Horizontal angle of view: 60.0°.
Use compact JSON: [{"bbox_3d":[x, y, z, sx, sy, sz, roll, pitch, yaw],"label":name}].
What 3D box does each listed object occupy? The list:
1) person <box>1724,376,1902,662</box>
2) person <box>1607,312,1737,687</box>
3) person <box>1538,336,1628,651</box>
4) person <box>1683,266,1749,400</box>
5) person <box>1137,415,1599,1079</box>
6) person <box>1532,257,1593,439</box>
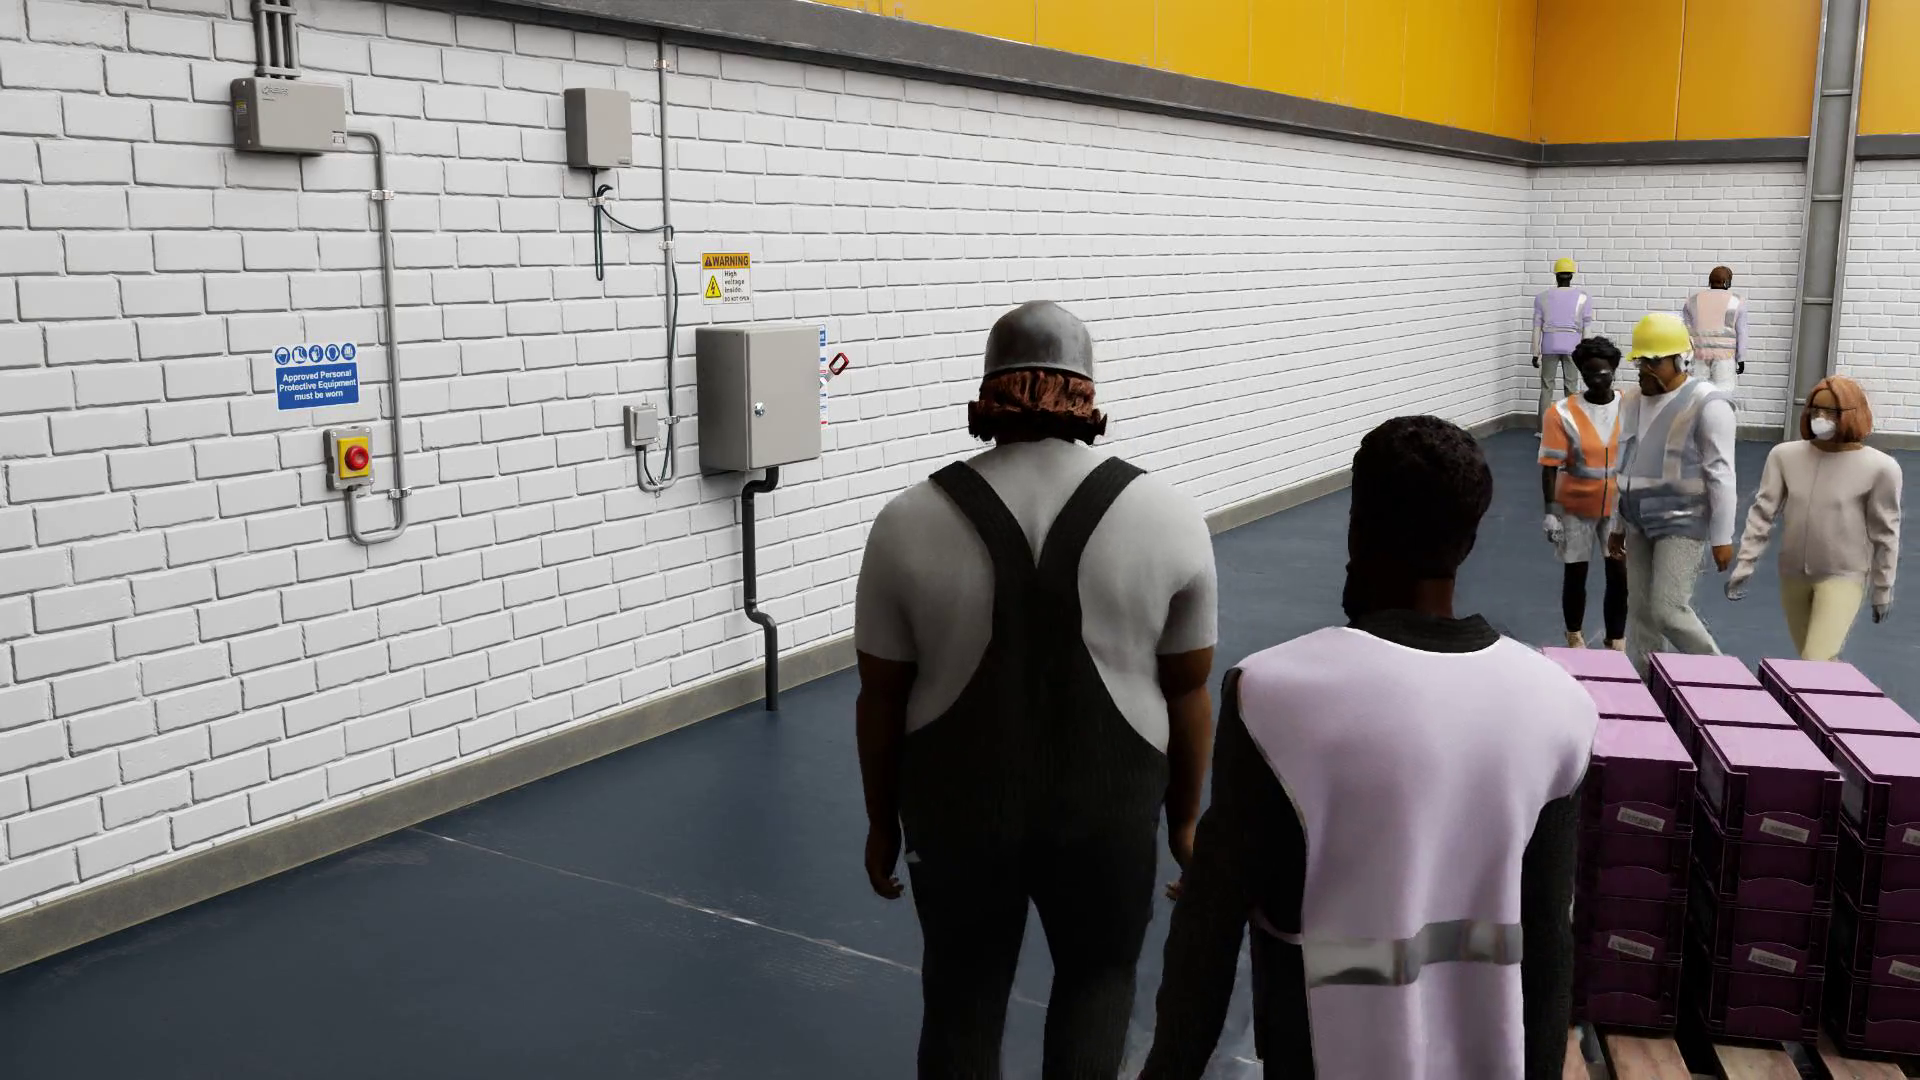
[{"bbox_3d":[3.290,0.165,6.411,0.875,1.588,0.514,-7,12,-33],"label":"person"},{"bbox_3d":[3.036,-0.070,7.142,0.512,1.804,0.605,-3,11,-18],"label":"person"},{"bbox_3d":[3.021,-0.151,7.954,0.558,1.648,0.611,1,10,6],"label":"person"},{"bbox_3d":[7.653,-1.852,16.882,0.634,1.841,0.429,8,13,38],"label":"person"},{"bbox_3d":[0.637,0.764,2.324,0.604,1.867,0.981,-5,12,-27],"label":"person"},{"bbox_3d":[6.341,-2.013,17.573,0.592,1.918,0.403,3,11,18],"label":"person"}]
